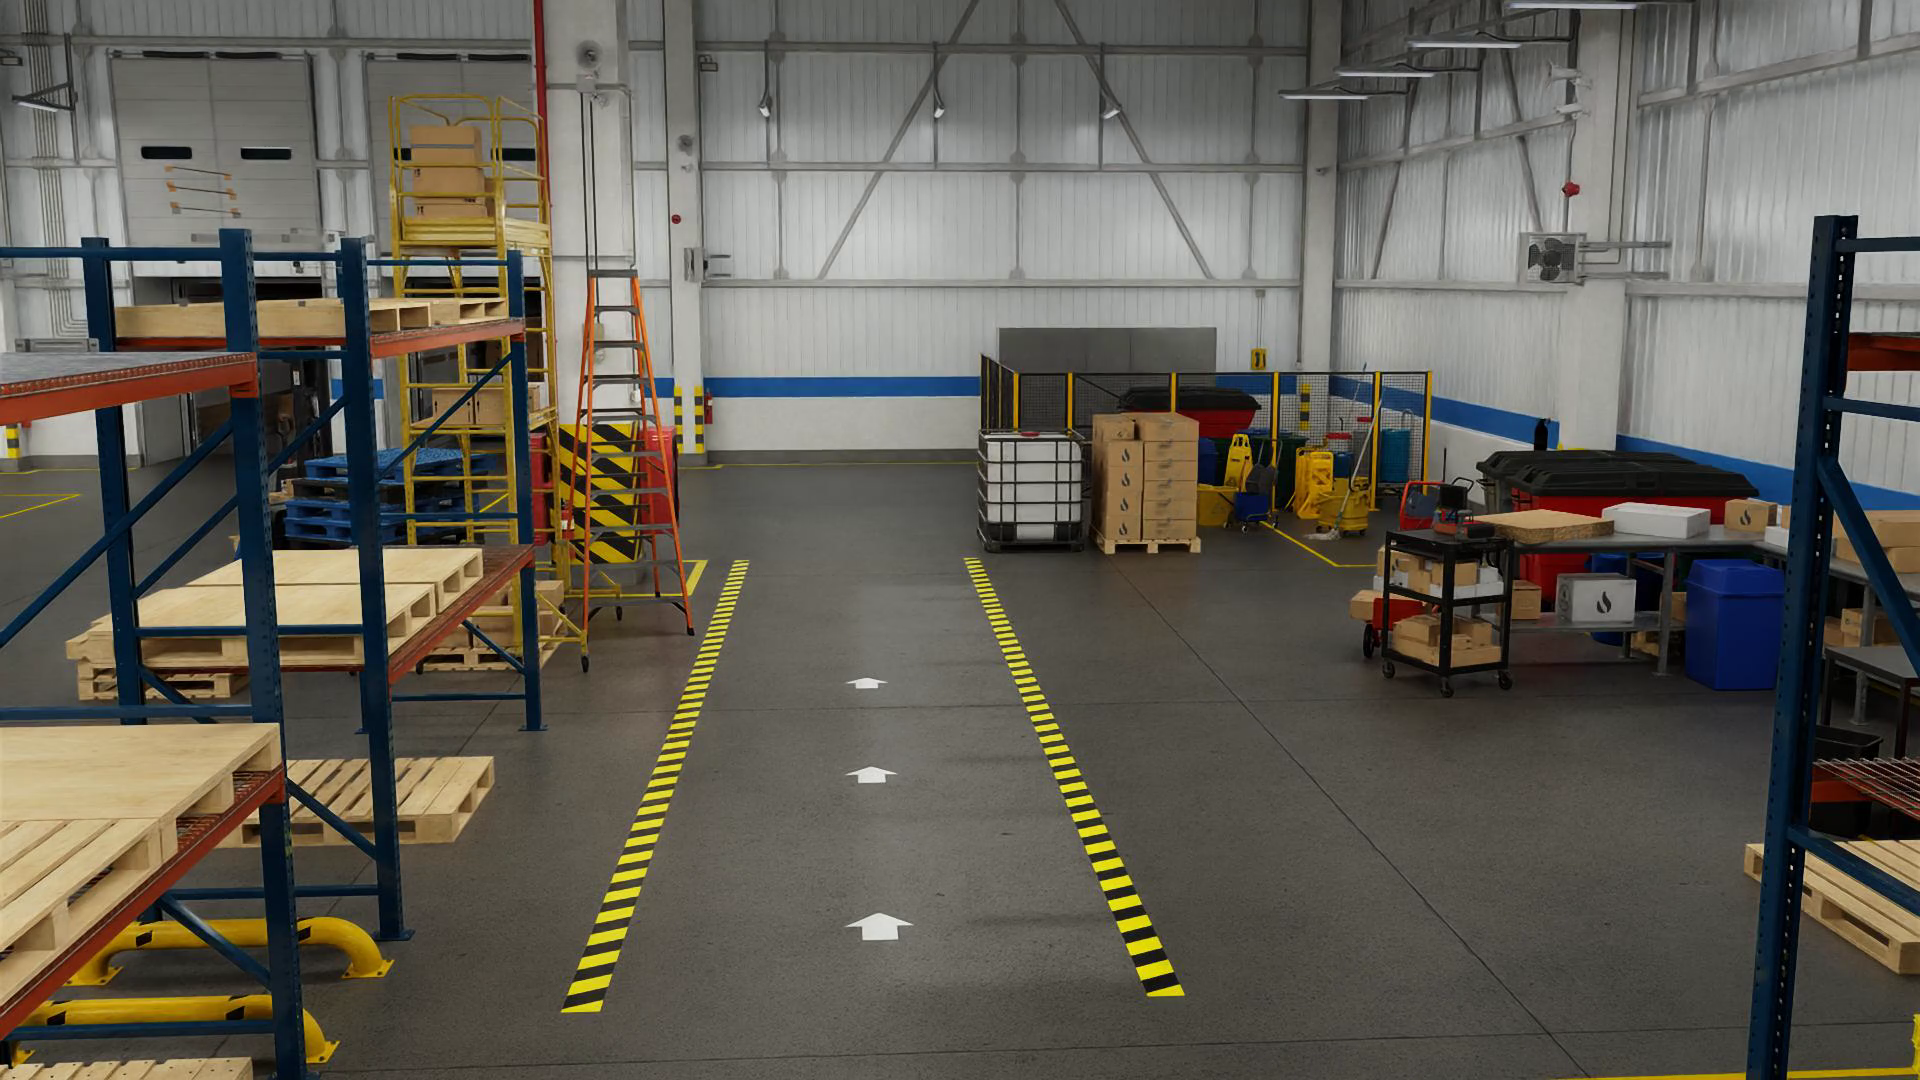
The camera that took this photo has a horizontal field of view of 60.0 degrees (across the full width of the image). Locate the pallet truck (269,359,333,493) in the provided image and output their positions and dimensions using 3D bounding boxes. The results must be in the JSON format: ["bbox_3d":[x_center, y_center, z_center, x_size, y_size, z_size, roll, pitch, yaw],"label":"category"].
[{"bbox_3d":[-7.062,-1.131,18.996,1.885,1.965,0.823,2,9,13],"label":"pallet truck"}]
